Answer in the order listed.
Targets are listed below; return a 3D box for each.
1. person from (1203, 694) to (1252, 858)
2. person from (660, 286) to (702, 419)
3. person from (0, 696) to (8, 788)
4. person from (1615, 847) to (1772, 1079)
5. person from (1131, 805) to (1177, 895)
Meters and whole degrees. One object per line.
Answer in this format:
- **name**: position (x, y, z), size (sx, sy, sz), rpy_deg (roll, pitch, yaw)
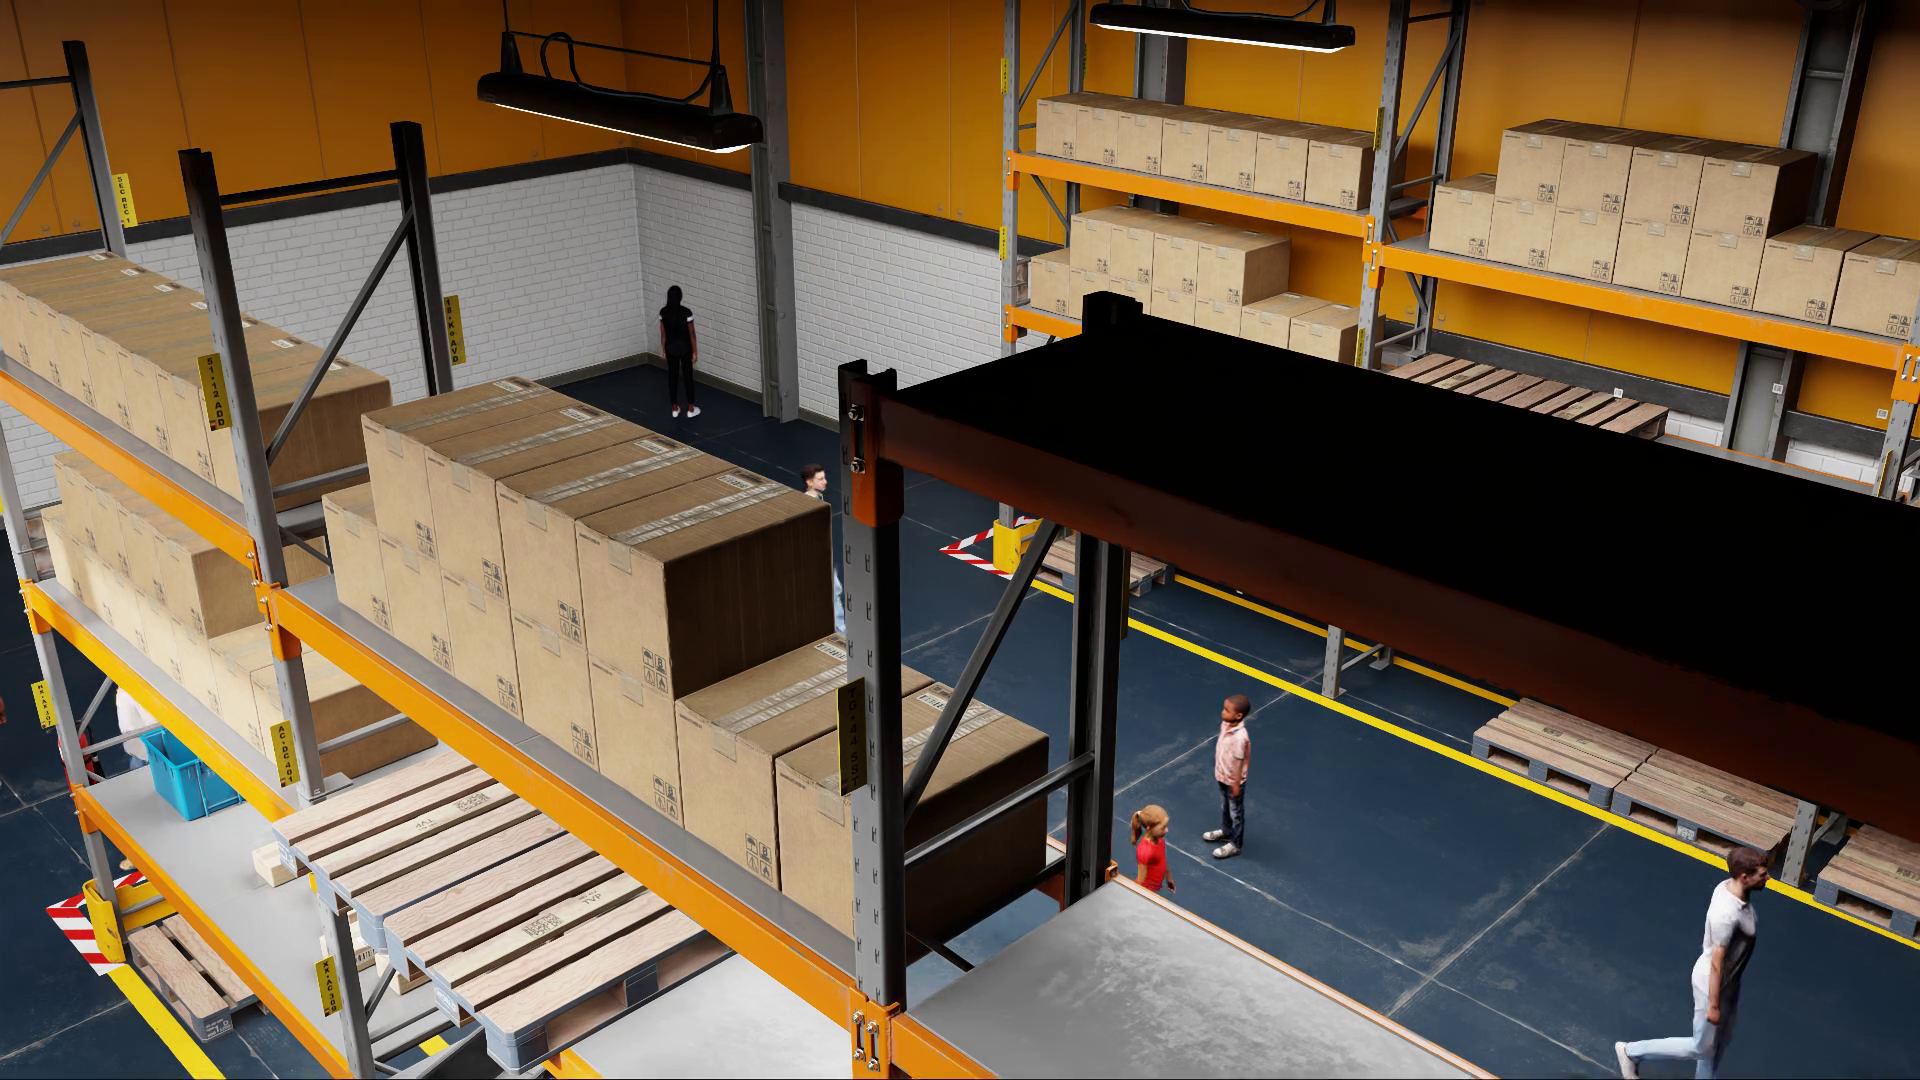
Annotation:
- **person**: position (2.043, 1.742, 12.434), size (0.635, 1.308, 0.543), rpy_deg (-6, 24, -13)
- **person**: position (-3.629, -2.440, 21.473), size (0.676, 1.730, 0.763), rpy_deg (3, 24, 8)
- **person**: position (-7.812, 1.455, 13.200), size (0.779, 1.220, 0.944), rpy_deg (-8, 25, -17)
- **person**: position (4.364, 2.597, 9.819), size (1.037, 1.835, 0.793), rpy_deg (14, 27, 28)
- **person**: position (1.198, 2.321, 11.119), size (0.734, 1.299, 0.629), rpy_deg (8, 25, 17)
